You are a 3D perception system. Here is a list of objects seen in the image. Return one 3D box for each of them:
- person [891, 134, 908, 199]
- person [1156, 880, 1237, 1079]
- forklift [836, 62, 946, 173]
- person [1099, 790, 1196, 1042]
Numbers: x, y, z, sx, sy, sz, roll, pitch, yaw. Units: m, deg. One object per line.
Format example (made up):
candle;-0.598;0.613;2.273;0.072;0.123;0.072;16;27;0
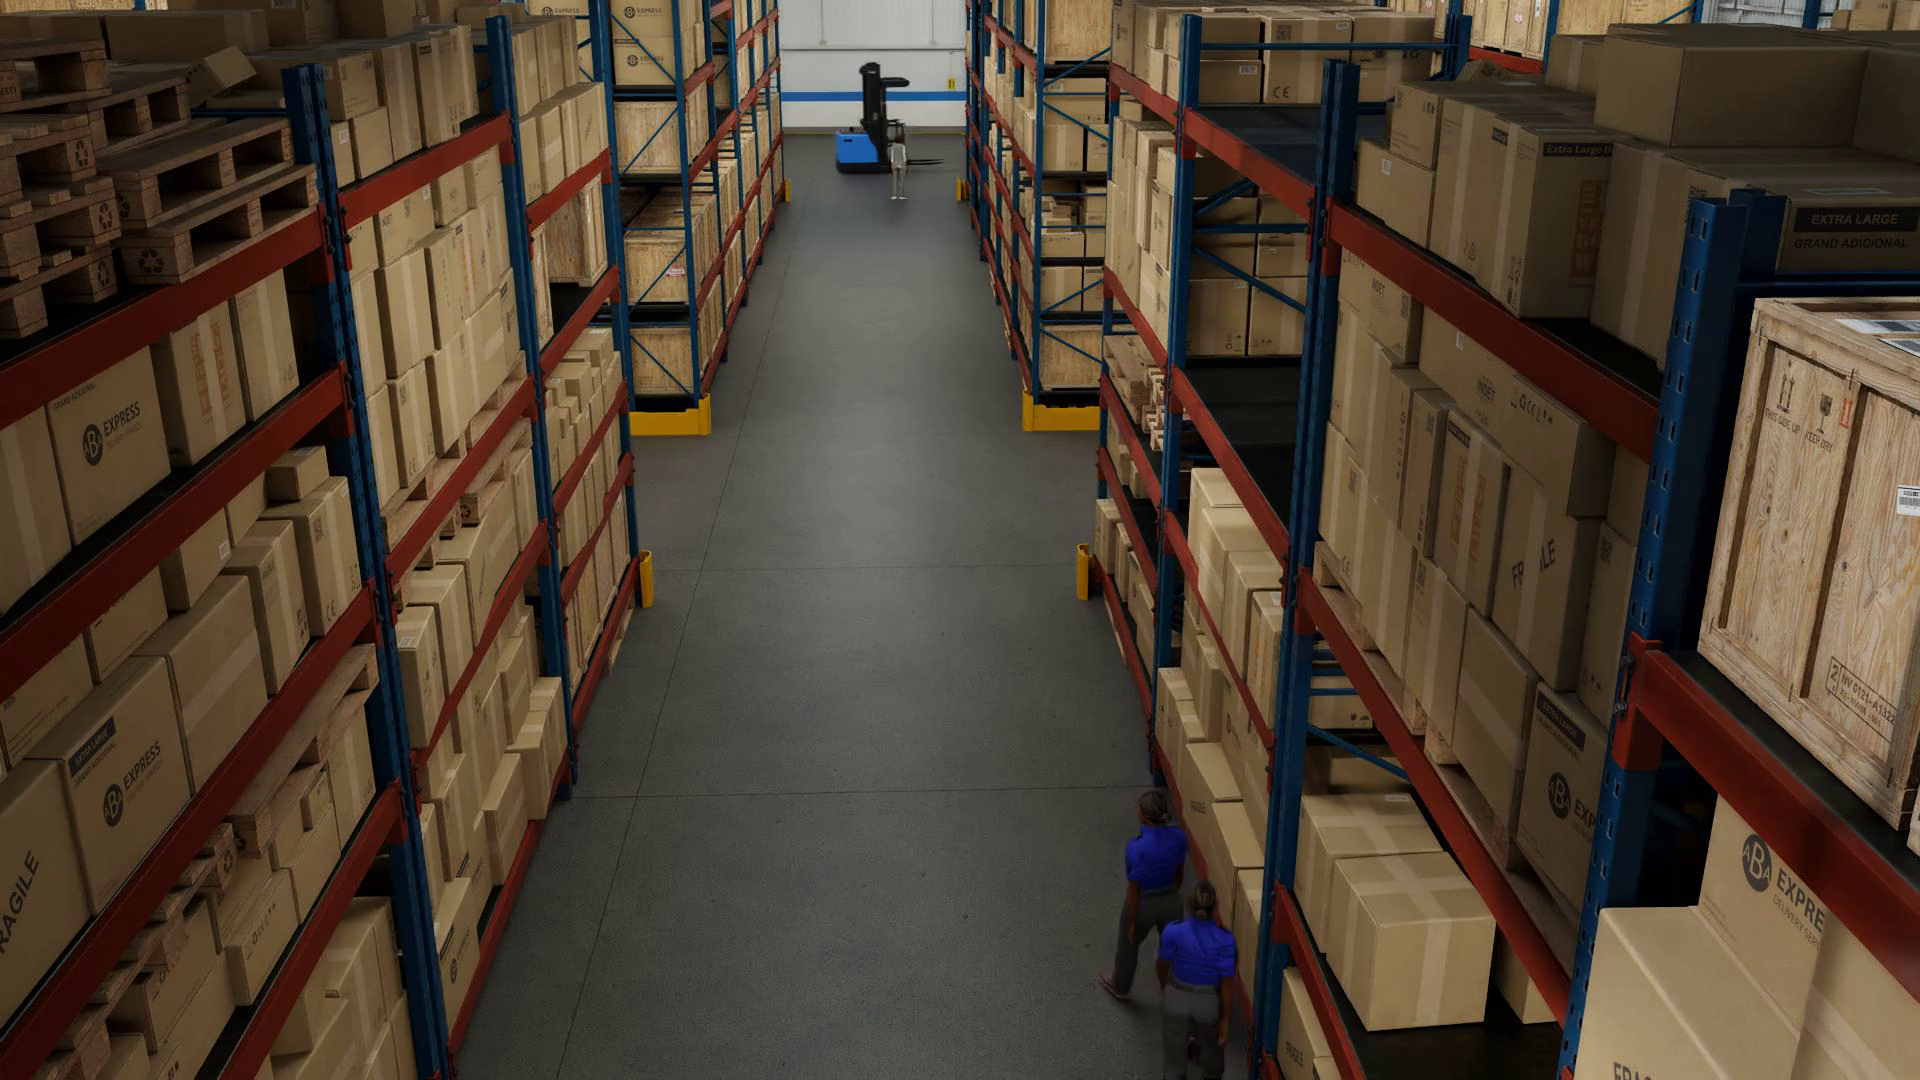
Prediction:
person;-1.546;-9.411;41.912;0.470;1.603;0.321;7;22;19
person;1.350;2.630;9.602;0.455;1.627;0.892;3;21;9
forklift;-1.943;-11.820;46.511;3.031;2.941;1.121;-4;21;-11
person;1.212;2.307;10.470;0.428;1.616;0.945;-6;21;-14
